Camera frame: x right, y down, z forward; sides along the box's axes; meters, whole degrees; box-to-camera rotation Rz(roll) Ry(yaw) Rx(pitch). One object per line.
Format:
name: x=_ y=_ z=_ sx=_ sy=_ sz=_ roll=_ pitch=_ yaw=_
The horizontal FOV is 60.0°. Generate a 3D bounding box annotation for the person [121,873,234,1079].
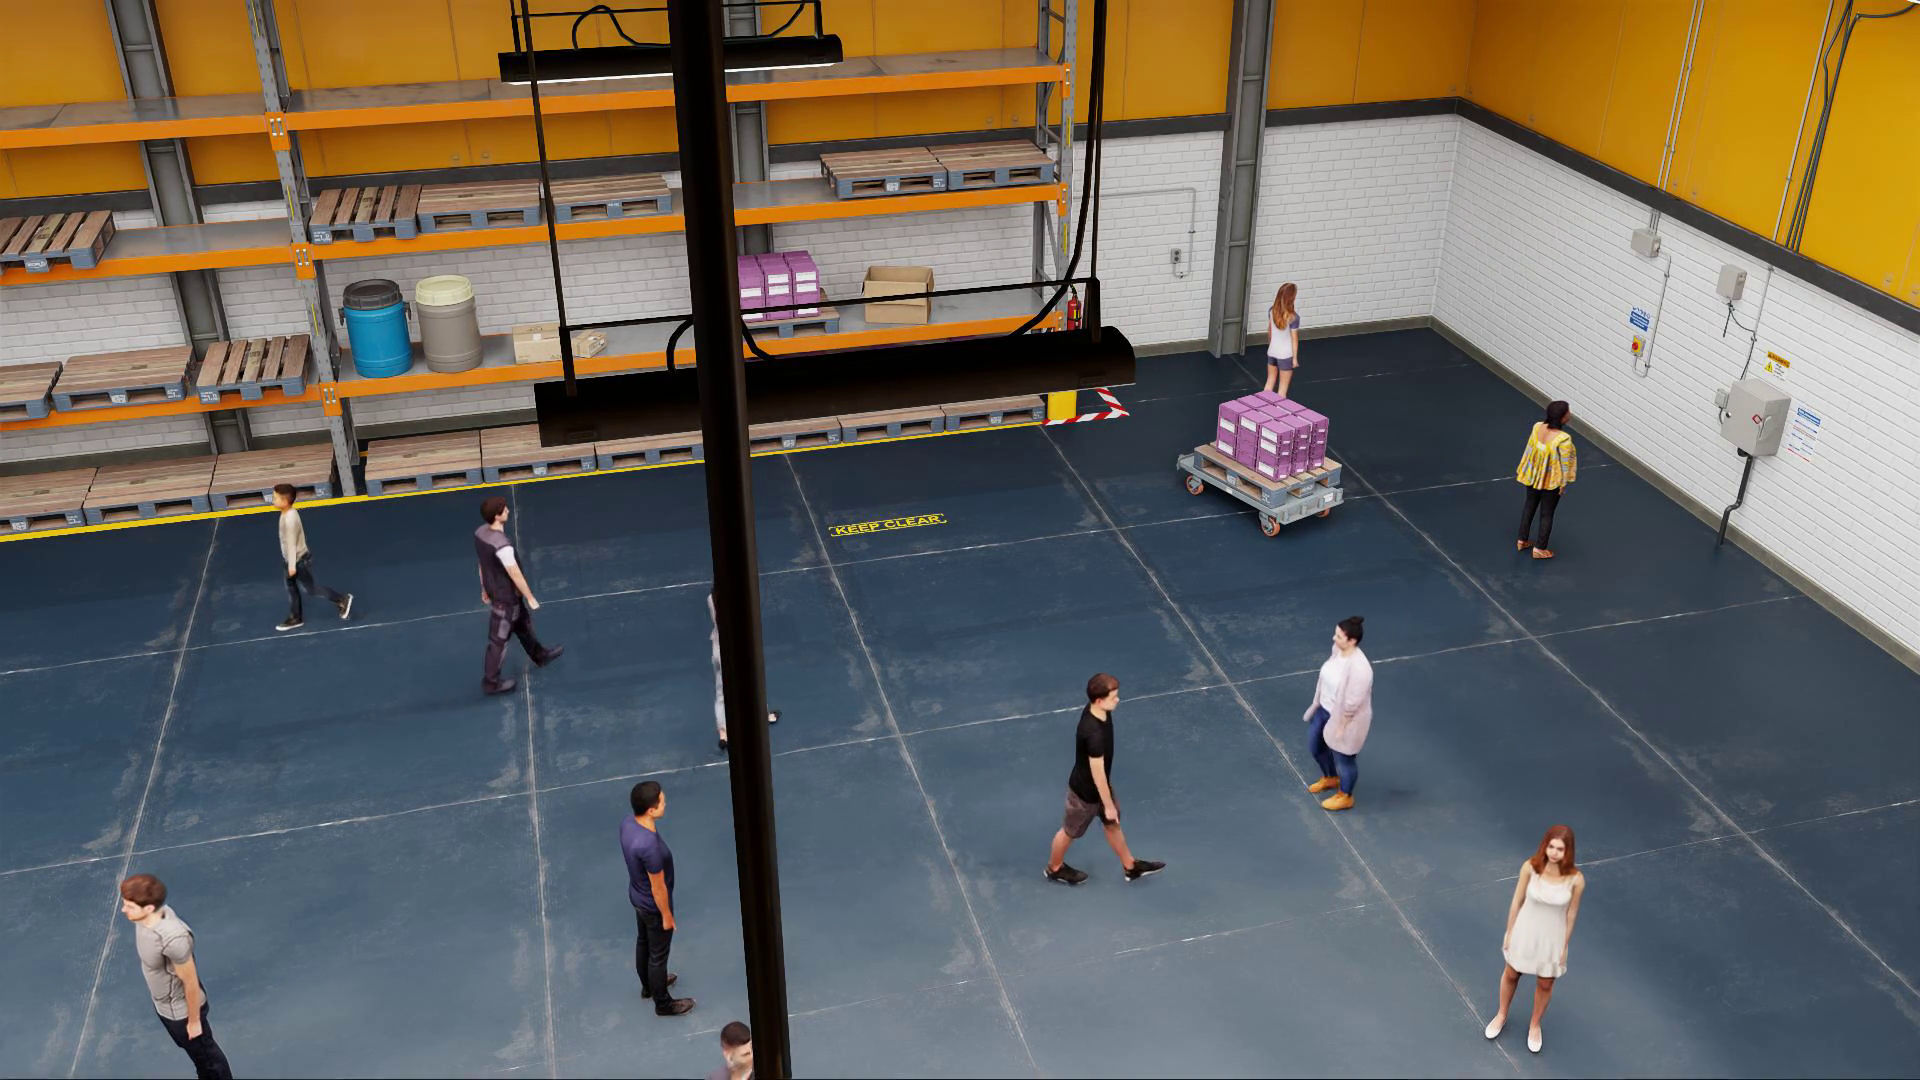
person: x=-4.682 y=2.749 z=9.974 sx=0.735 sy=1.893 sz=0.739 roll=23 pitch=36 yaw=36

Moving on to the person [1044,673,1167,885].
person: x=0.843 y=1.733 z=11.906 sx=1.233 sy=1.826 sz=1.029 roll=6 pitch=29 yaw=10

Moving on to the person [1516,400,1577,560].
person: x=5.758 y=-0.605 z=16.371 sx=0.820 sy=1.655 sz=0.782 roll=-14 pitch=32 yaw=-24

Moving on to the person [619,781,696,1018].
person: x=-2.020 y=2.336 z=10.844 sx=0.630 sy=1.784 sz=0.701 roll=-16 pitch=33 yaw=-27

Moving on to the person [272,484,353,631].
person: x=-5.993 y=0.157 z=15.191 sx=0.982 sy=1.448 sz=0.735 roll=-17 pitch=33 yaw=-28

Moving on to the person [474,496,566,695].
person: x=-3.976 y=0.509 z=14.160 sx=1.138 sy=1.817 sz=0.883 roll=-18 pitch=33 yaw=-29

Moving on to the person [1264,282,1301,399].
person: x=3.681 y=-2.125 z=19.082 sx=0.657 sy=1.728 sz=0.668 roll=-19 pitch=34 yaw=-31

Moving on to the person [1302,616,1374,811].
person: x=3.017 y=1.330 z=12.744 sx=0.682 sy=1.731 sz=0.689 roll=-6 pitch=29 yaw=-11

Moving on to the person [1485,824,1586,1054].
person: x=3.693 y=2.509 z=10.604 sx=0.636 sy=1.712 sz=0.707 roll=13 pitch=31 yaw=22

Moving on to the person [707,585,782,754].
person: x=-1.892 y=1.004 z=13.426 sx=0.947 sy=1.650 sz=1.024 roll=17 pitch=33 yaw=28
